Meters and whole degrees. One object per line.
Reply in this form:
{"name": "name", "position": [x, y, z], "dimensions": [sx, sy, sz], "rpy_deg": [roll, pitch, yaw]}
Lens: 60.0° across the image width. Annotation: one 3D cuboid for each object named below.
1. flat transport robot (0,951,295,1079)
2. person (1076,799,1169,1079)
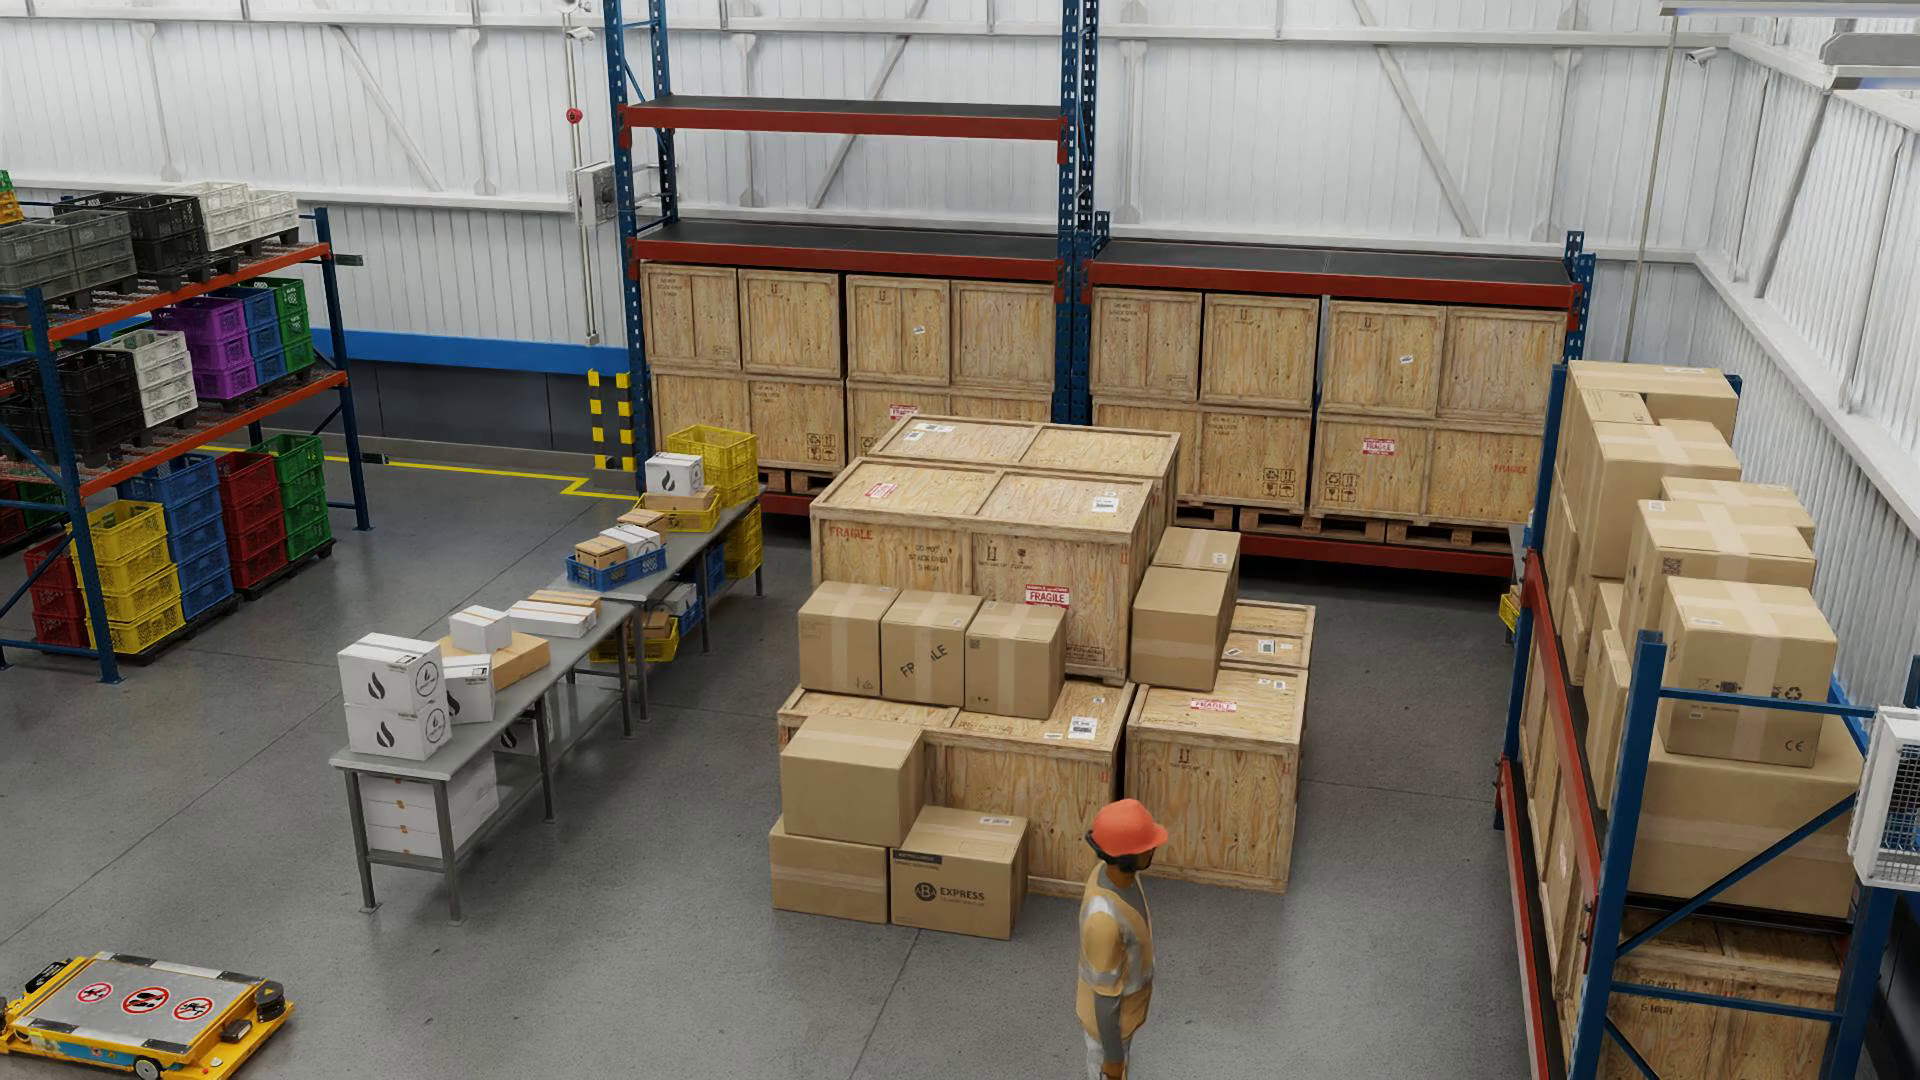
{"name": "flat transport robot", "position": [-4.270, 2.464, 8.601], "dimensions": [1.431, 0.231, 0.659], "rpy_deg": [5, 22, 13]}
{"name": "person", "position": [0.690, 2.040, 7.222], "dimensions": [0.366, 2.048, 0.606], "rpy_deg": [3, 21, 9]}
